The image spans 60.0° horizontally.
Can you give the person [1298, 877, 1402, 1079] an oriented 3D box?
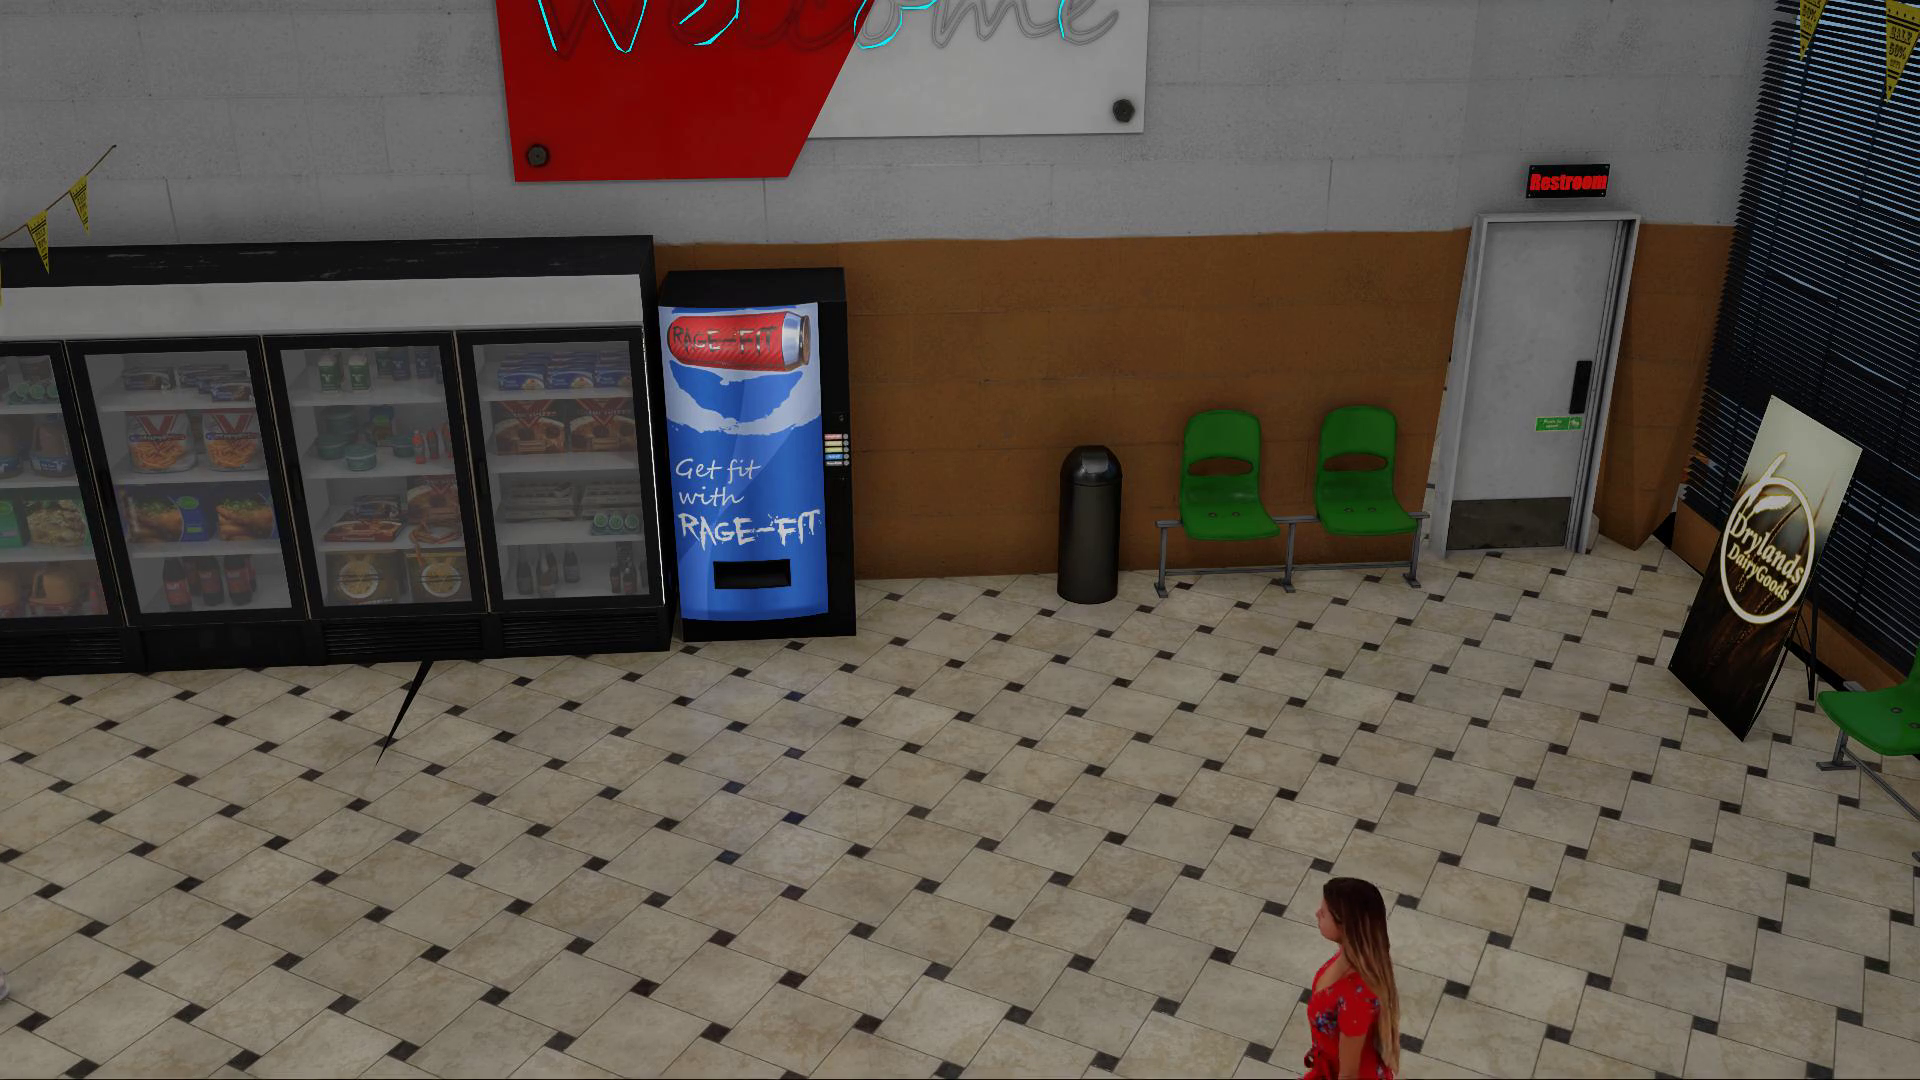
[{"bbox_3d":[1.351,1.804,5.357,0.914,1.563,1.027,6,24,14],"label":"person"}]
